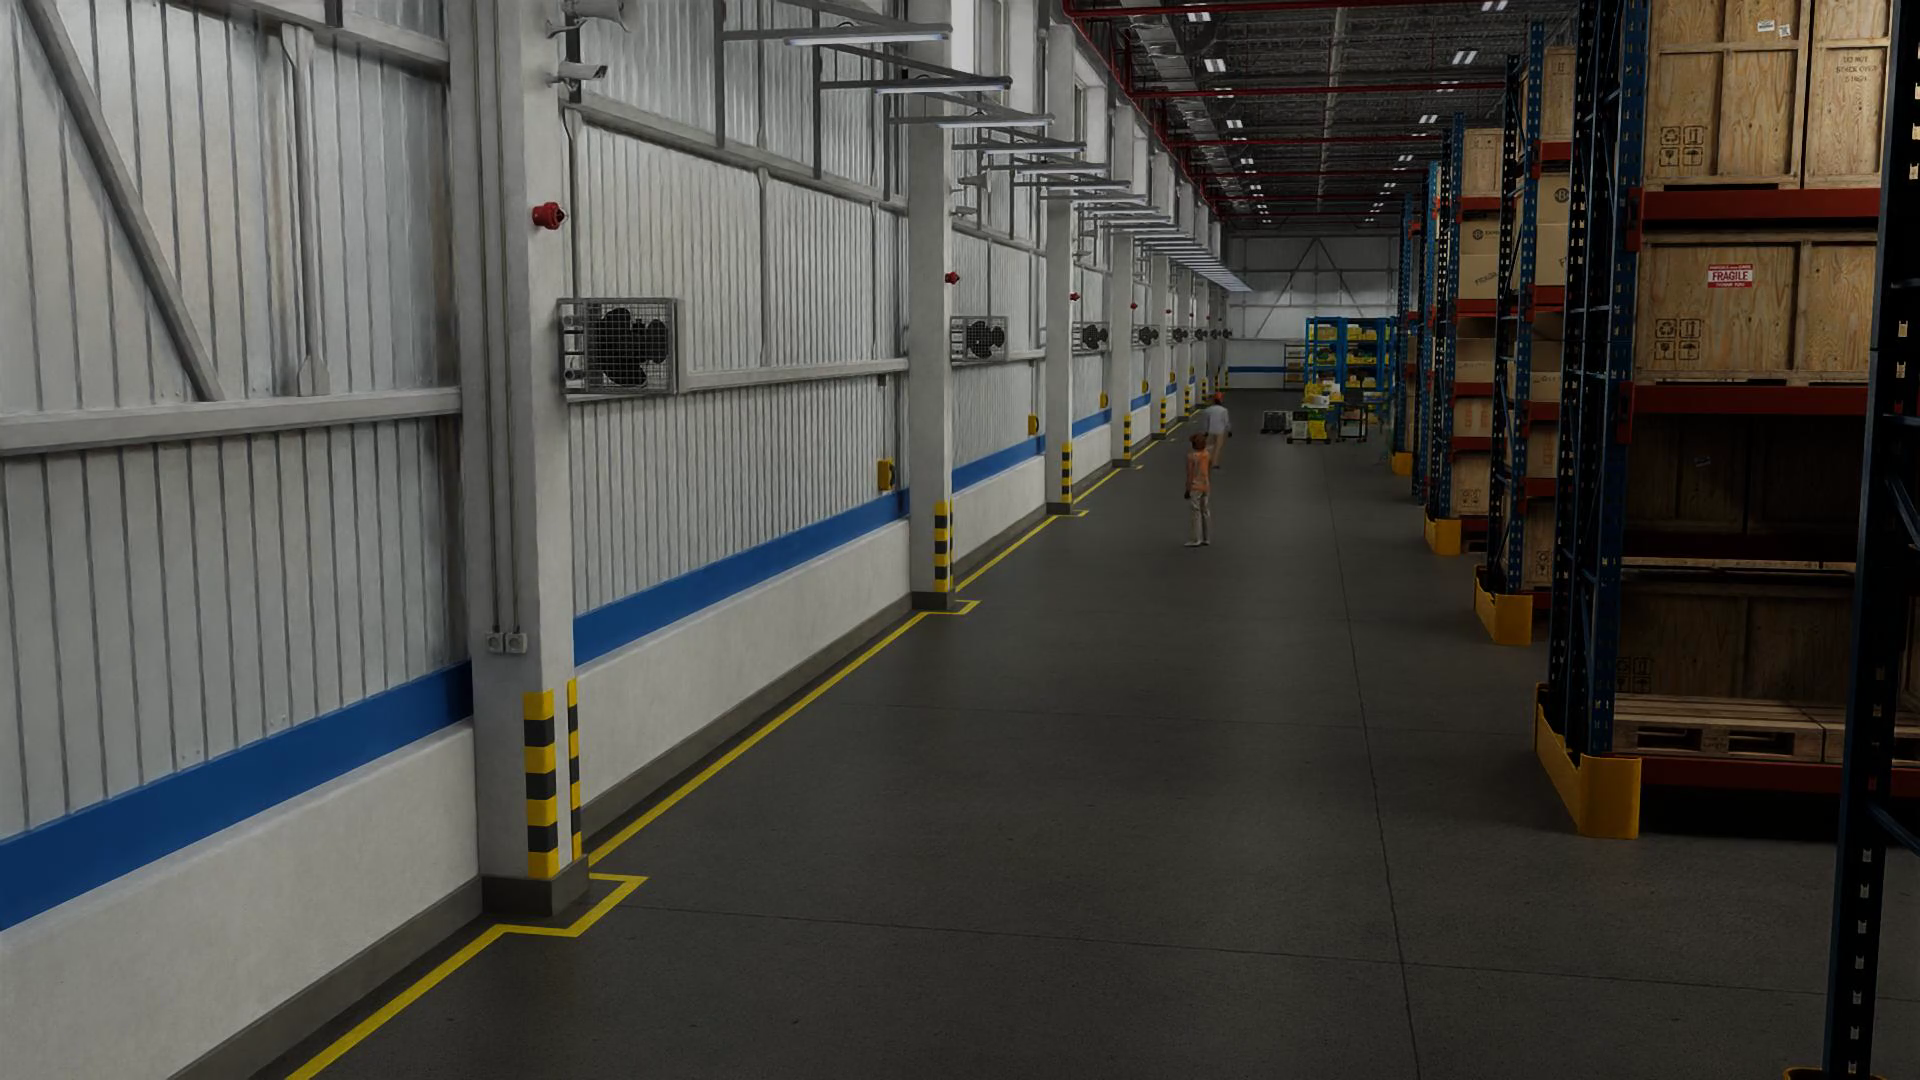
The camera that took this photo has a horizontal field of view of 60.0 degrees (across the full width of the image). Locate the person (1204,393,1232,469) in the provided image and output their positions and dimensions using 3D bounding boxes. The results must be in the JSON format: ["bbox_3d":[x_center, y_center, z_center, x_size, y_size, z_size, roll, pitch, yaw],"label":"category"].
[{"bbox_3d":[5.891,-2.477,37.778,0.567,1.725,0.657,5,9,36],"label":"person"}]

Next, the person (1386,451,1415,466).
[{"bbox_3d":[10.299,-2.579,38.565,0.704,1.737,0.526,2,7,13],"label":"person"}]

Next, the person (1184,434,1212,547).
[{"bbox_3d":[3.440,-0.716,24.040,0.515,1.641,0.315,-6,9,-41],"label":"person"}]
